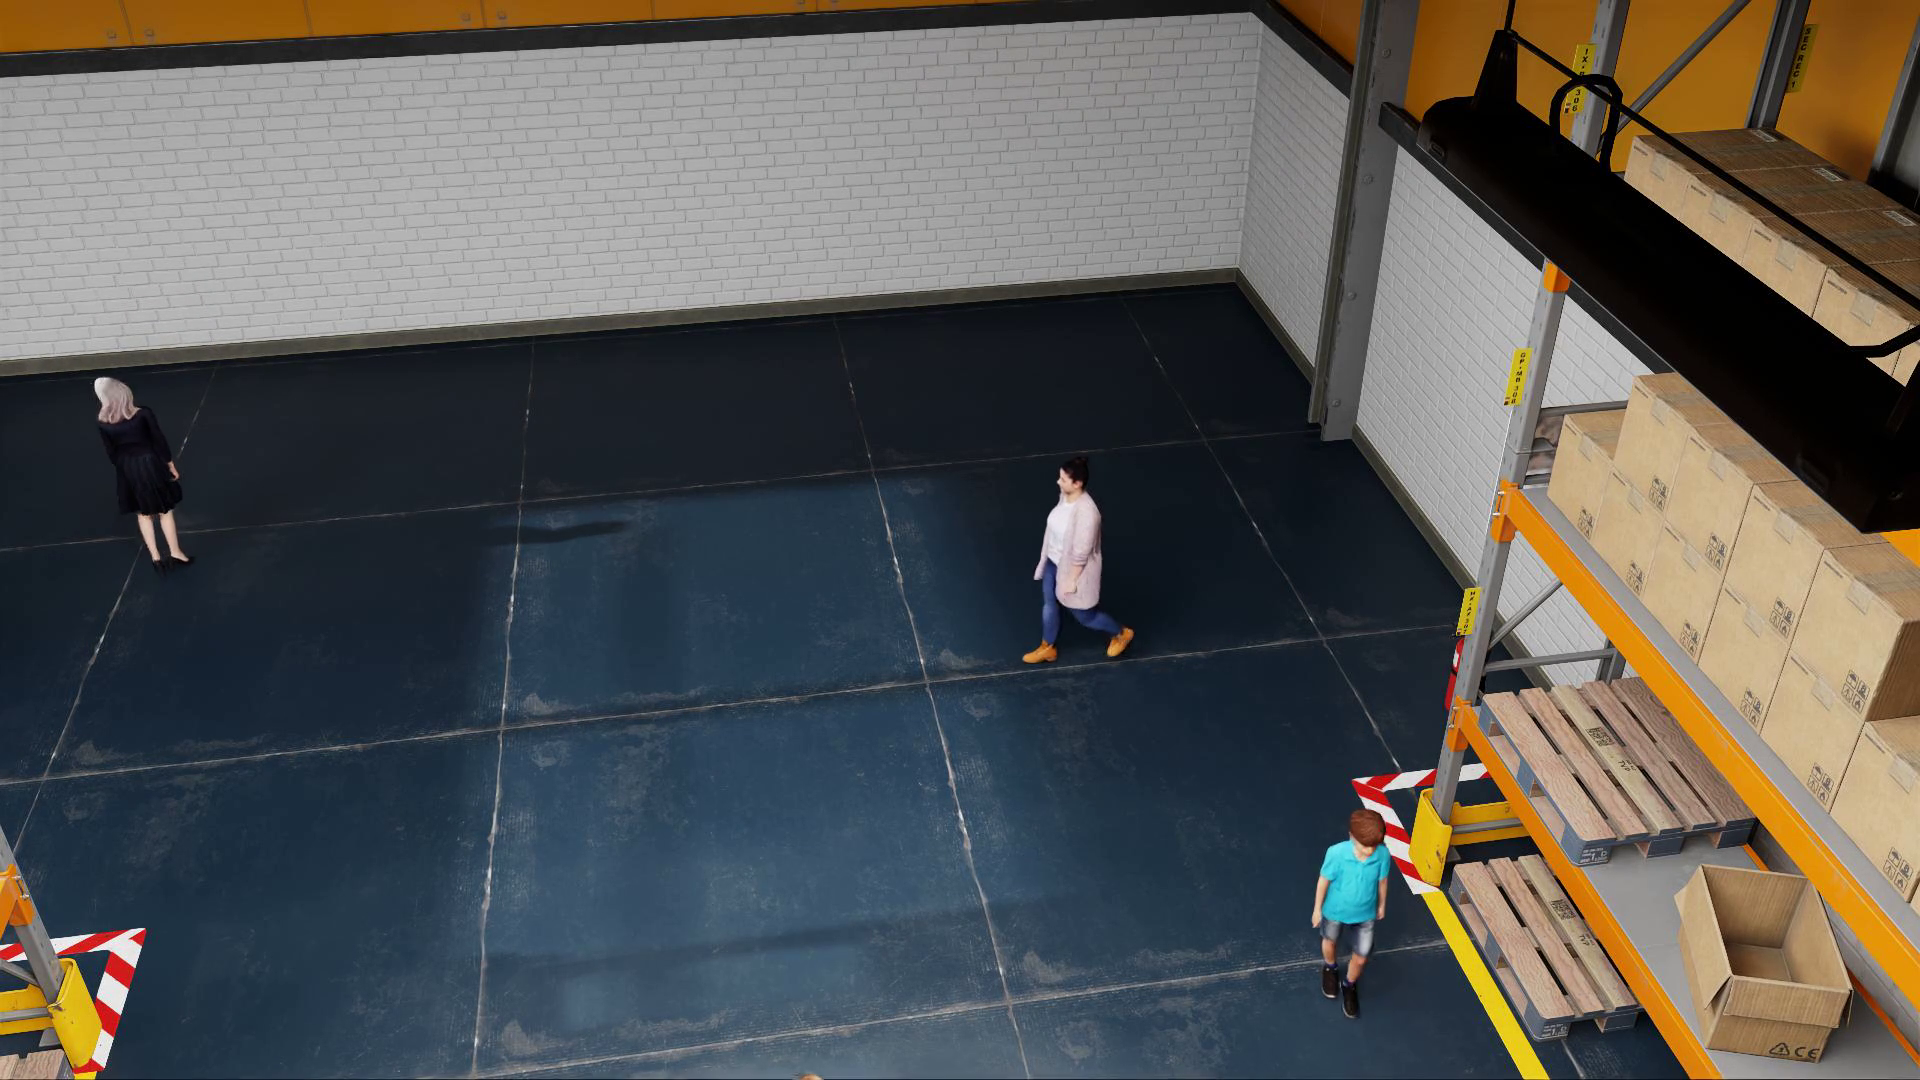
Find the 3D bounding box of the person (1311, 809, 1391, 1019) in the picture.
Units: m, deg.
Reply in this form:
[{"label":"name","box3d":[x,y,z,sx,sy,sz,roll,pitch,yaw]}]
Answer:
[{"label":"person","box3d":[2.168,1.980,9.282,0.633,1.432,0.676,3,34,4]}]

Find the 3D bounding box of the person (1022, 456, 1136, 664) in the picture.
[{"label":"person","box3d":[0.888,0.178,11.732,0.815,1.720,1.015,-10,35,-15]}]

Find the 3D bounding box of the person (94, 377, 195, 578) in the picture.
[{"label":"person","box3d":[-6.238,-0.500,12.740,0.621,1.735,0.566,3,34,5]}]
